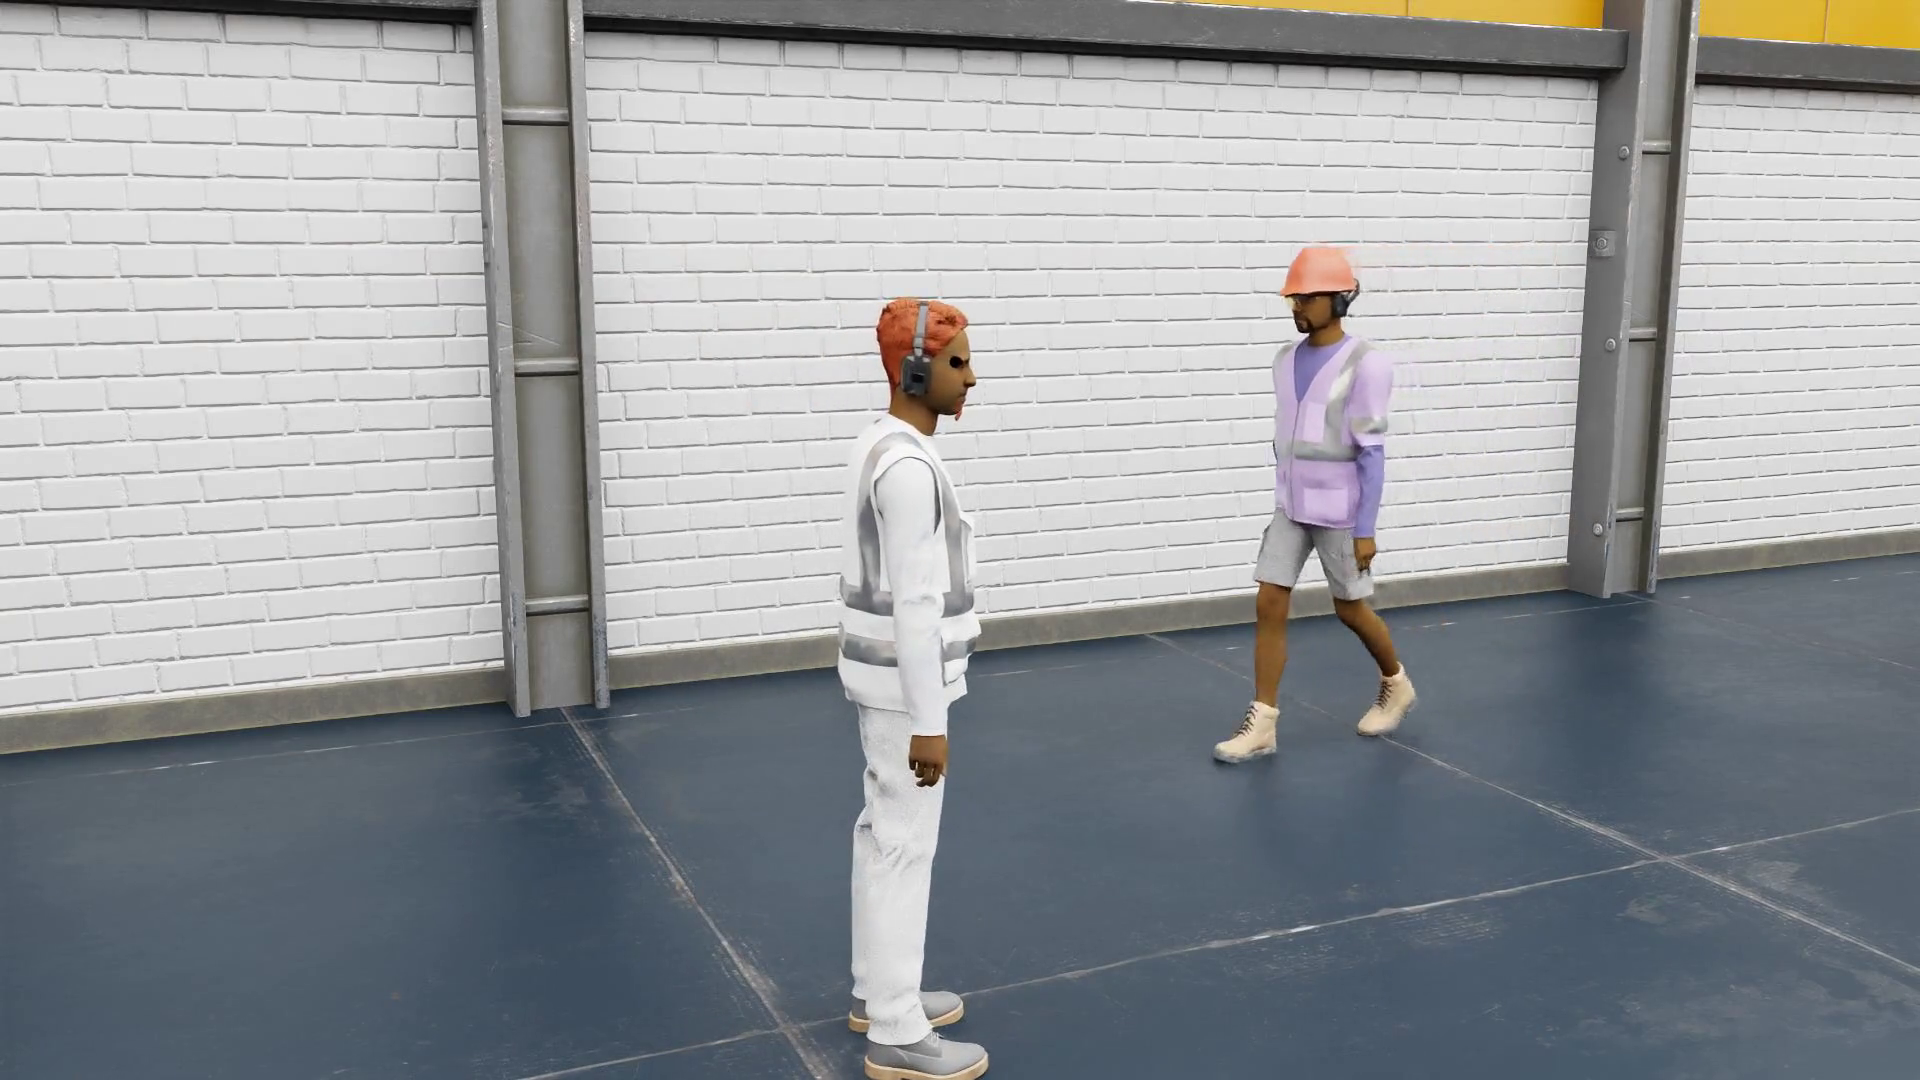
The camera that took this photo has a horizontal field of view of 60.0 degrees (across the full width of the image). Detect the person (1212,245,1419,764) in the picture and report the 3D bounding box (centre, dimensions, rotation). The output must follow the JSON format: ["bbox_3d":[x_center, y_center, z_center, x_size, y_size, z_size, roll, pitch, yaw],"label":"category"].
[{"bbox_3d":[1.458,-0.148,6.535,0.995,2.007,0.618,-7,12,-33],"label":"person"}]

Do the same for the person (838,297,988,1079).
[{"bbox_3d":[-0.124,0.361,4.044,0.337,1.882,0.585,-2,10,-9],"label":"person"}]
